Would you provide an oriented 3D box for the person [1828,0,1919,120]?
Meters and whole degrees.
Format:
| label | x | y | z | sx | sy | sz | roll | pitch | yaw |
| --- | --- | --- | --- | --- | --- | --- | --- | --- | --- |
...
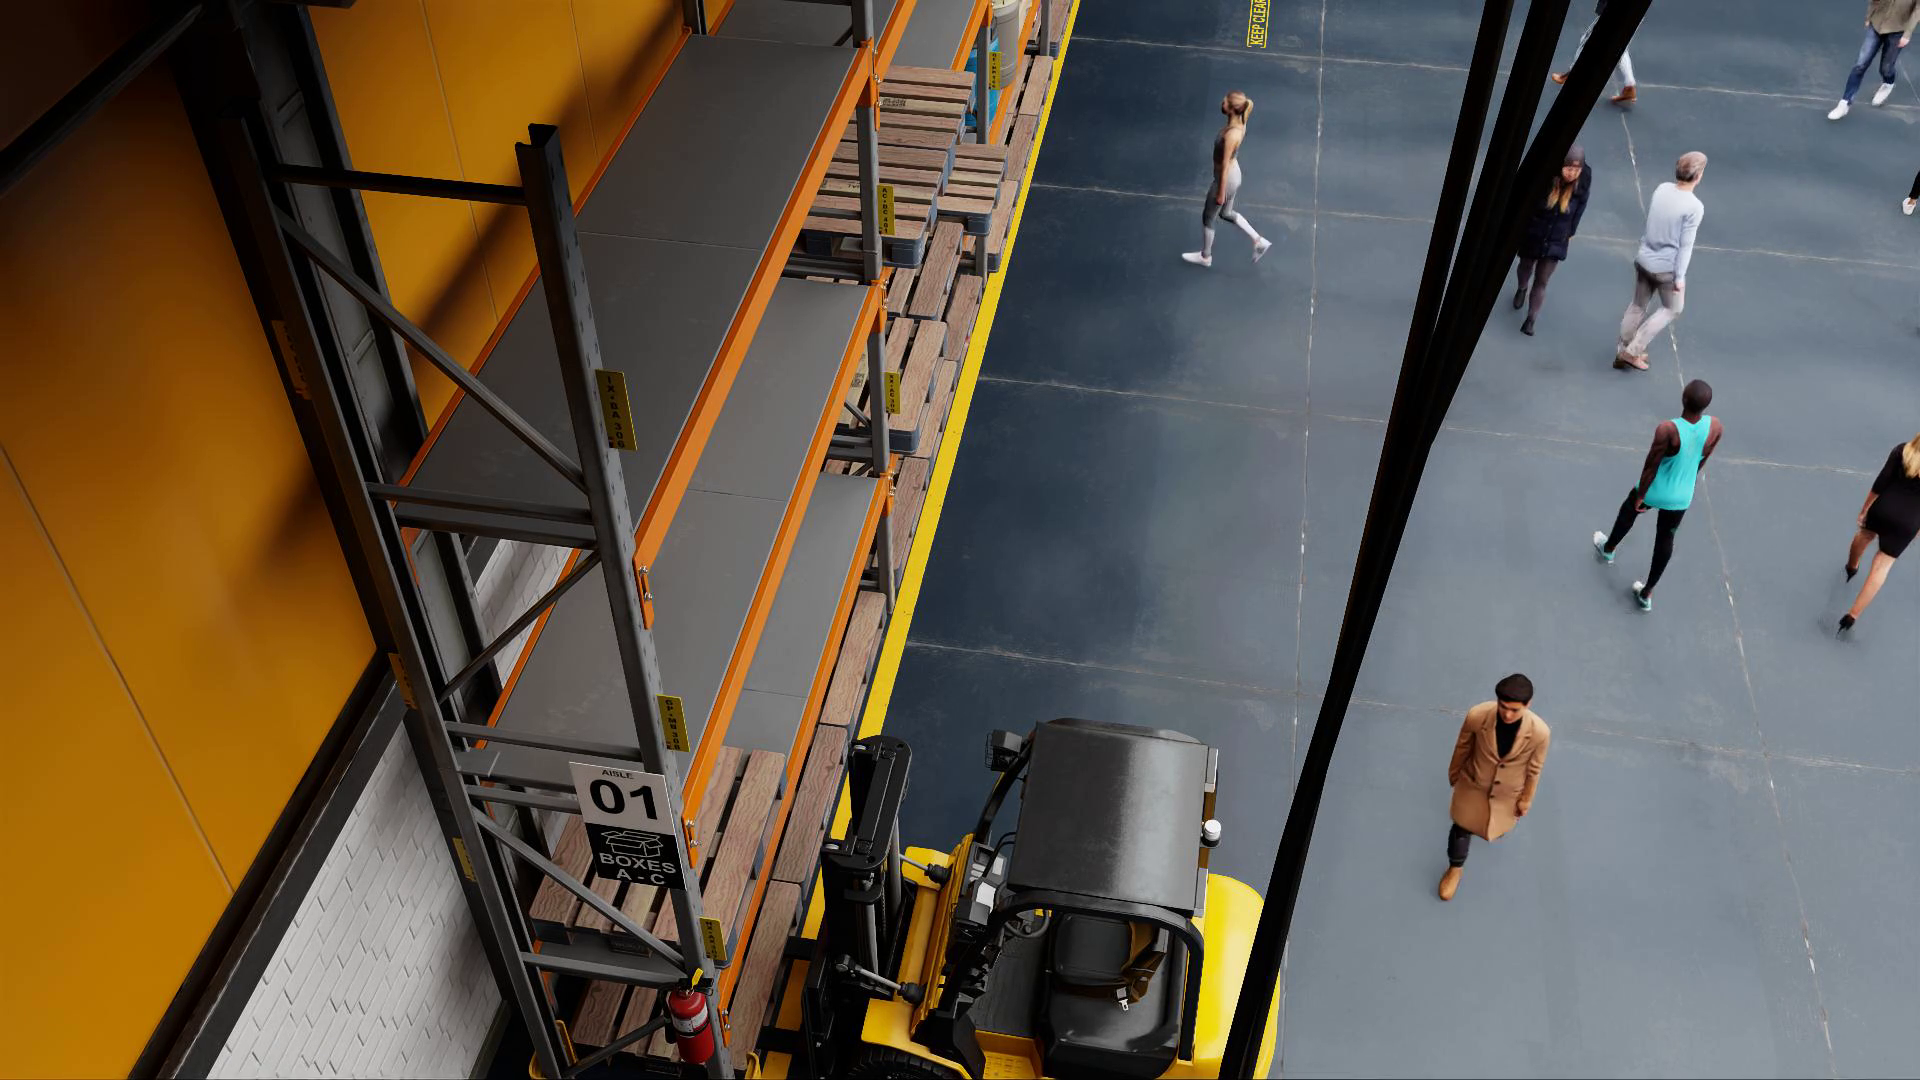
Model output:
| label | x | y | z | sx | sy | sz | roll | pitch | yaw |
| --- | --- | --- | --- | --- | --- | --- | --- | --- | --- |
| person | 9.063 | -4.987 | 16.112 | 1.231 | 1.841 | 1.126 | -30 | 51 | -27 |

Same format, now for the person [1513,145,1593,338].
| label | x | y | z | sx | sy | sz | roll | pitch | yaw |
| --- | --- | --- | --- | --- | --- | --- | --- | --- | --- |
| person | 4.808 | -2.559 | 13.713 | 0.747 | 1.635 | 1.054 | 13 | 45 | 13 |

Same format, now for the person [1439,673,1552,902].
| label | x | y | z | sx | sy | sz | roll | pitch | yaw |
| --- | --- | --- | --- | --- | --- | --- | --- | --- | --- |
| person | 3.082 | 1.341 | 9.569 | 0.769 | 1.704 | 1.010 | 16 | 46 | 16 |

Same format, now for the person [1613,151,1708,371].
| label | x | y | z | sx | sy | sz | roll | pitch | yaw |
| --- | --- | --- | --- | --- | --- | --- | --- | --- | --- |
| person | 5.427 | -2.137 | 13.109 | 0.930 | 1.857 | 0.827 | -11 | 45 | -11 |

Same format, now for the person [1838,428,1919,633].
| label | x | y | z | sx | sy | sz | roll | pitch | yaw |
| --- | --- | --- | --- | --- | --- | --- | --- | --- | --- |
| person | 6.225 | -0.092 | 11.125 | 0.844 | 1.631 | 1.103 | 26 | 49 | 25 |

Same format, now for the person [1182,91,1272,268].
| label | x | y | z | sx | sy | sz | roll | pitch | yaw |
| --- | --- | --- | --- | --- | --- | --- | --- | --- | --- |
| person | 2.343 | -3.026 | 14.166 | 0.746 | 1.686 | 0.957 | 14 | 45 | 14 |

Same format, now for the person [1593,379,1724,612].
| label | x | y | z | sx | sy | sz | roll | pitch | yaw |
| --- | --- | --- | --- | --- | --- | --- | --- | --- | --- |
| person | 4.779 | -0.250 | 11.179 | 0.721 | 1.787 | 1.000 | 2 | 44 | 2 |

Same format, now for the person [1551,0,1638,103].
| label | x | y | z | sx | sy | sz | roll | pitch | yaw |
| --- | --- | --- | --- | --- | --- | --- | --- | --- | --- |
| person | 6.507 | -5.138 | 16.291 | 1.152 | 1.812 | 1.193 | -28 | 50 | -26 |
